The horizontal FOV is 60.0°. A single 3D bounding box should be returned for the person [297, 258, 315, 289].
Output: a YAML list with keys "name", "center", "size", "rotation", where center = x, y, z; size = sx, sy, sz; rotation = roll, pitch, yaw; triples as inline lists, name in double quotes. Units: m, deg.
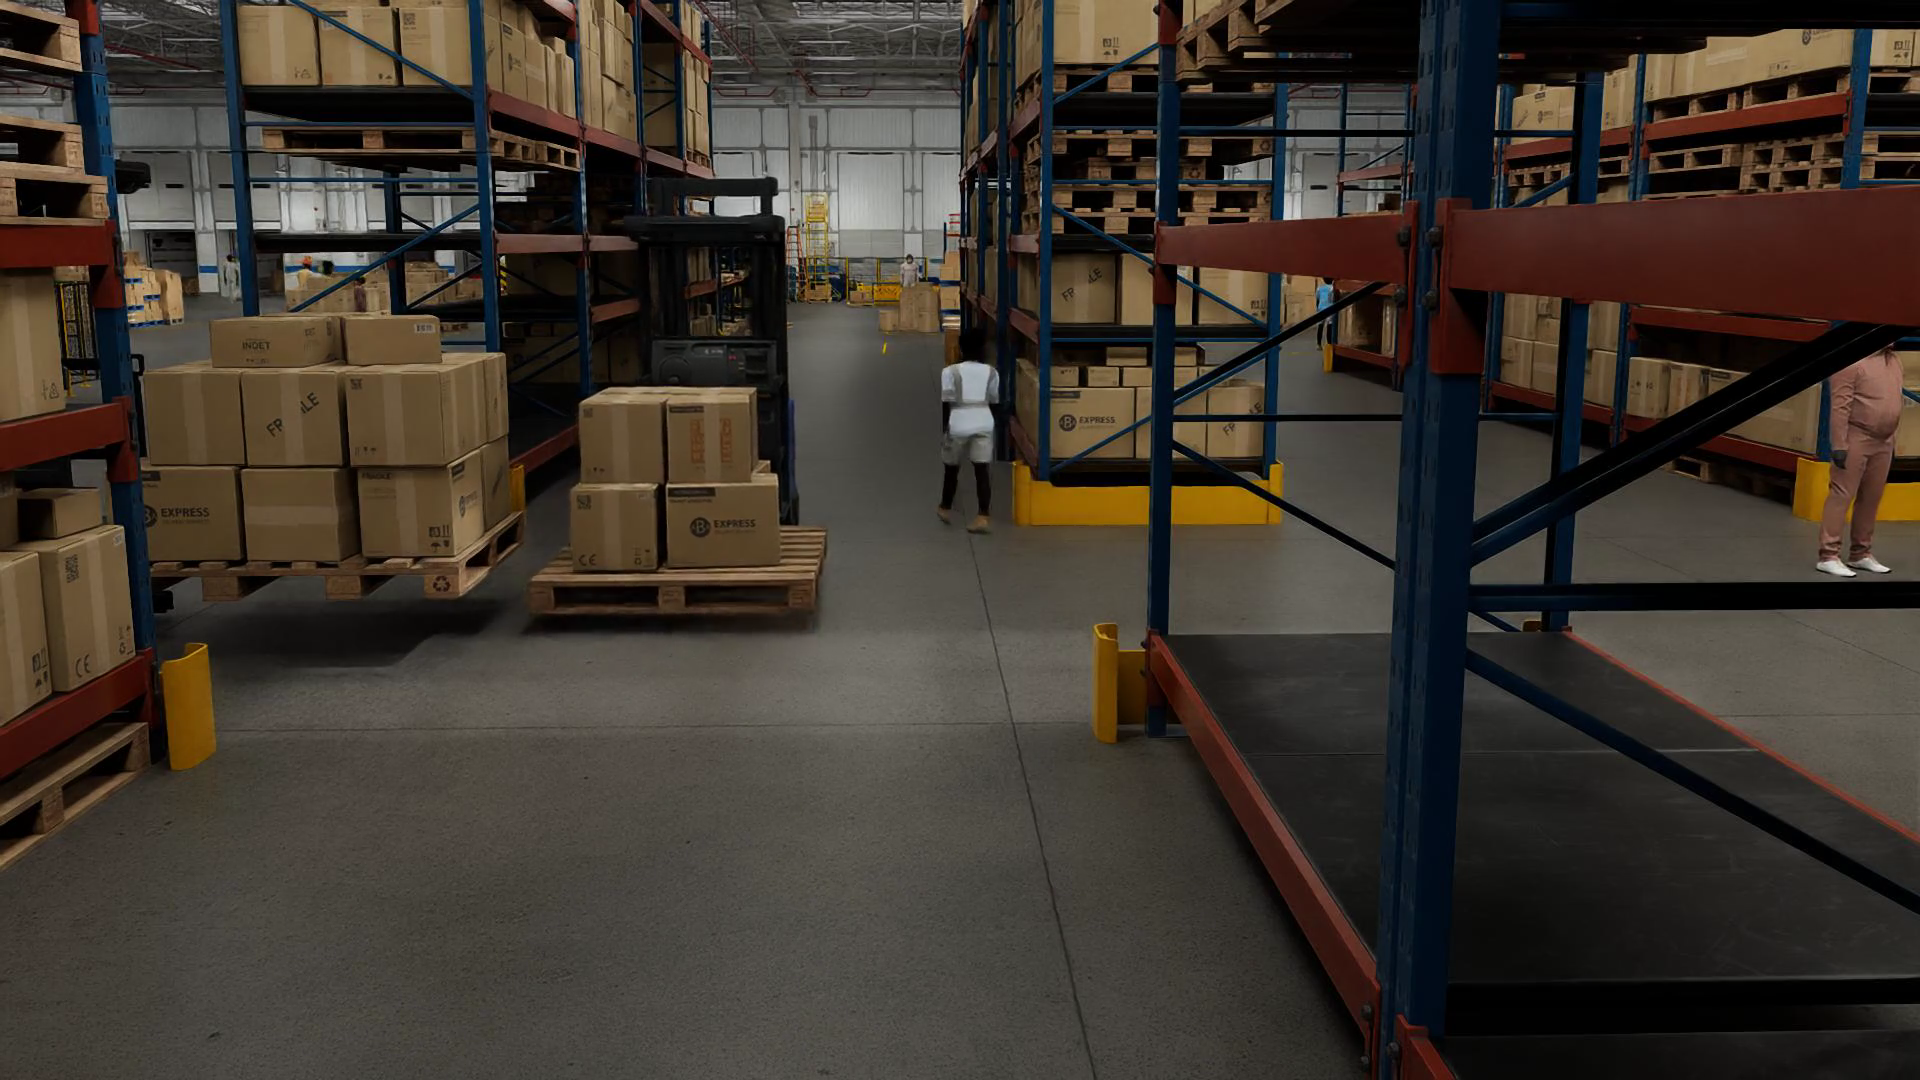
- name: "person"
  center: [-17.848, -6.767, 45.590]
  size: [0.548, 1.882, 0.992]
  rotation: [2, 10, 13]

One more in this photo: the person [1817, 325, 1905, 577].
- name: "person"
  center: [6.387, -0.688, 11.709]
  size: [0.647, 1.900, 0.401]
  rotation: [-4, 11, -24]

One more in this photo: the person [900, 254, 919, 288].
- name: "person"
  center: [-1.673, -8.503, 55.118]
  size: [0.630, 1.938, 0.372]
  rotation: [-1, 10, -5]

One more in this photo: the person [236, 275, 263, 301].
- name: "person"
  center: [-28.218, -10.400, 65.803]
  size: [0.992, 1.895, 0.623]
  rotation: [-1, 10, -6]

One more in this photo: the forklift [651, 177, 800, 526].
- name: "forklift"
  center: [-1.853, -1.386, 12.844]
  size: [1.129, 2.768, 1.873]
  rotation: [0, 10, -2]

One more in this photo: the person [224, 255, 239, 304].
- name: "person"
  center: [-27.514, -9.825, 62.765]
  size: [0.561, 1.857, 0.562]
  rotation: [-2, 10, -12]

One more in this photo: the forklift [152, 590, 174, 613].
- name: "forklift"
  center: [-5.858, -0.811, 9.639]
  size: [1.873, 2.768, 1.129]
  rotation: [-1, 10, -3]

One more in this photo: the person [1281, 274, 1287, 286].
- name: "person"
  center: [9.188, -7.213, 47.959]
  size: [0.526, 1.928, 0.639]
  rotation: [-4, 11, -21]

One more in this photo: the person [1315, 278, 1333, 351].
- name: "person"
  center: [7.891, -4.913, 35.789]
  size: [0.321, 1.695, 0.529]
  rotation: [-9, 14, -42]

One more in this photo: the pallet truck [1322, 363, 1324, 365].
- name: "pallet truck"
  center: [7.712, -4.157, 30.737]
  size: [1.885, 1.965, 0.823]
  rotation: [3, 11, 16]

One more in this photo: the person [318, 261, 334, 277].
- name: "person"
  center: [-15.021, -5.658, 39.387]
  size: [0.926, 1.891, 0.624]
  rotation: [-1, 10, -7]

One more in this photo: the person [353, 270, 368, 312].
- name: "person"
  center: [-12.378, -4.700, 34.408]
  size: [0.327, 1.767, 0.533]
  rotation: [-4, 11, -21]

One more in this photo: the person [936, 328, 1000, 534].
- name: "person"
  center: [0.070, -0.895, 13.535]
  size: [0.547, 1.635, 0.898]
  rotation: [-4, 11, -23]
